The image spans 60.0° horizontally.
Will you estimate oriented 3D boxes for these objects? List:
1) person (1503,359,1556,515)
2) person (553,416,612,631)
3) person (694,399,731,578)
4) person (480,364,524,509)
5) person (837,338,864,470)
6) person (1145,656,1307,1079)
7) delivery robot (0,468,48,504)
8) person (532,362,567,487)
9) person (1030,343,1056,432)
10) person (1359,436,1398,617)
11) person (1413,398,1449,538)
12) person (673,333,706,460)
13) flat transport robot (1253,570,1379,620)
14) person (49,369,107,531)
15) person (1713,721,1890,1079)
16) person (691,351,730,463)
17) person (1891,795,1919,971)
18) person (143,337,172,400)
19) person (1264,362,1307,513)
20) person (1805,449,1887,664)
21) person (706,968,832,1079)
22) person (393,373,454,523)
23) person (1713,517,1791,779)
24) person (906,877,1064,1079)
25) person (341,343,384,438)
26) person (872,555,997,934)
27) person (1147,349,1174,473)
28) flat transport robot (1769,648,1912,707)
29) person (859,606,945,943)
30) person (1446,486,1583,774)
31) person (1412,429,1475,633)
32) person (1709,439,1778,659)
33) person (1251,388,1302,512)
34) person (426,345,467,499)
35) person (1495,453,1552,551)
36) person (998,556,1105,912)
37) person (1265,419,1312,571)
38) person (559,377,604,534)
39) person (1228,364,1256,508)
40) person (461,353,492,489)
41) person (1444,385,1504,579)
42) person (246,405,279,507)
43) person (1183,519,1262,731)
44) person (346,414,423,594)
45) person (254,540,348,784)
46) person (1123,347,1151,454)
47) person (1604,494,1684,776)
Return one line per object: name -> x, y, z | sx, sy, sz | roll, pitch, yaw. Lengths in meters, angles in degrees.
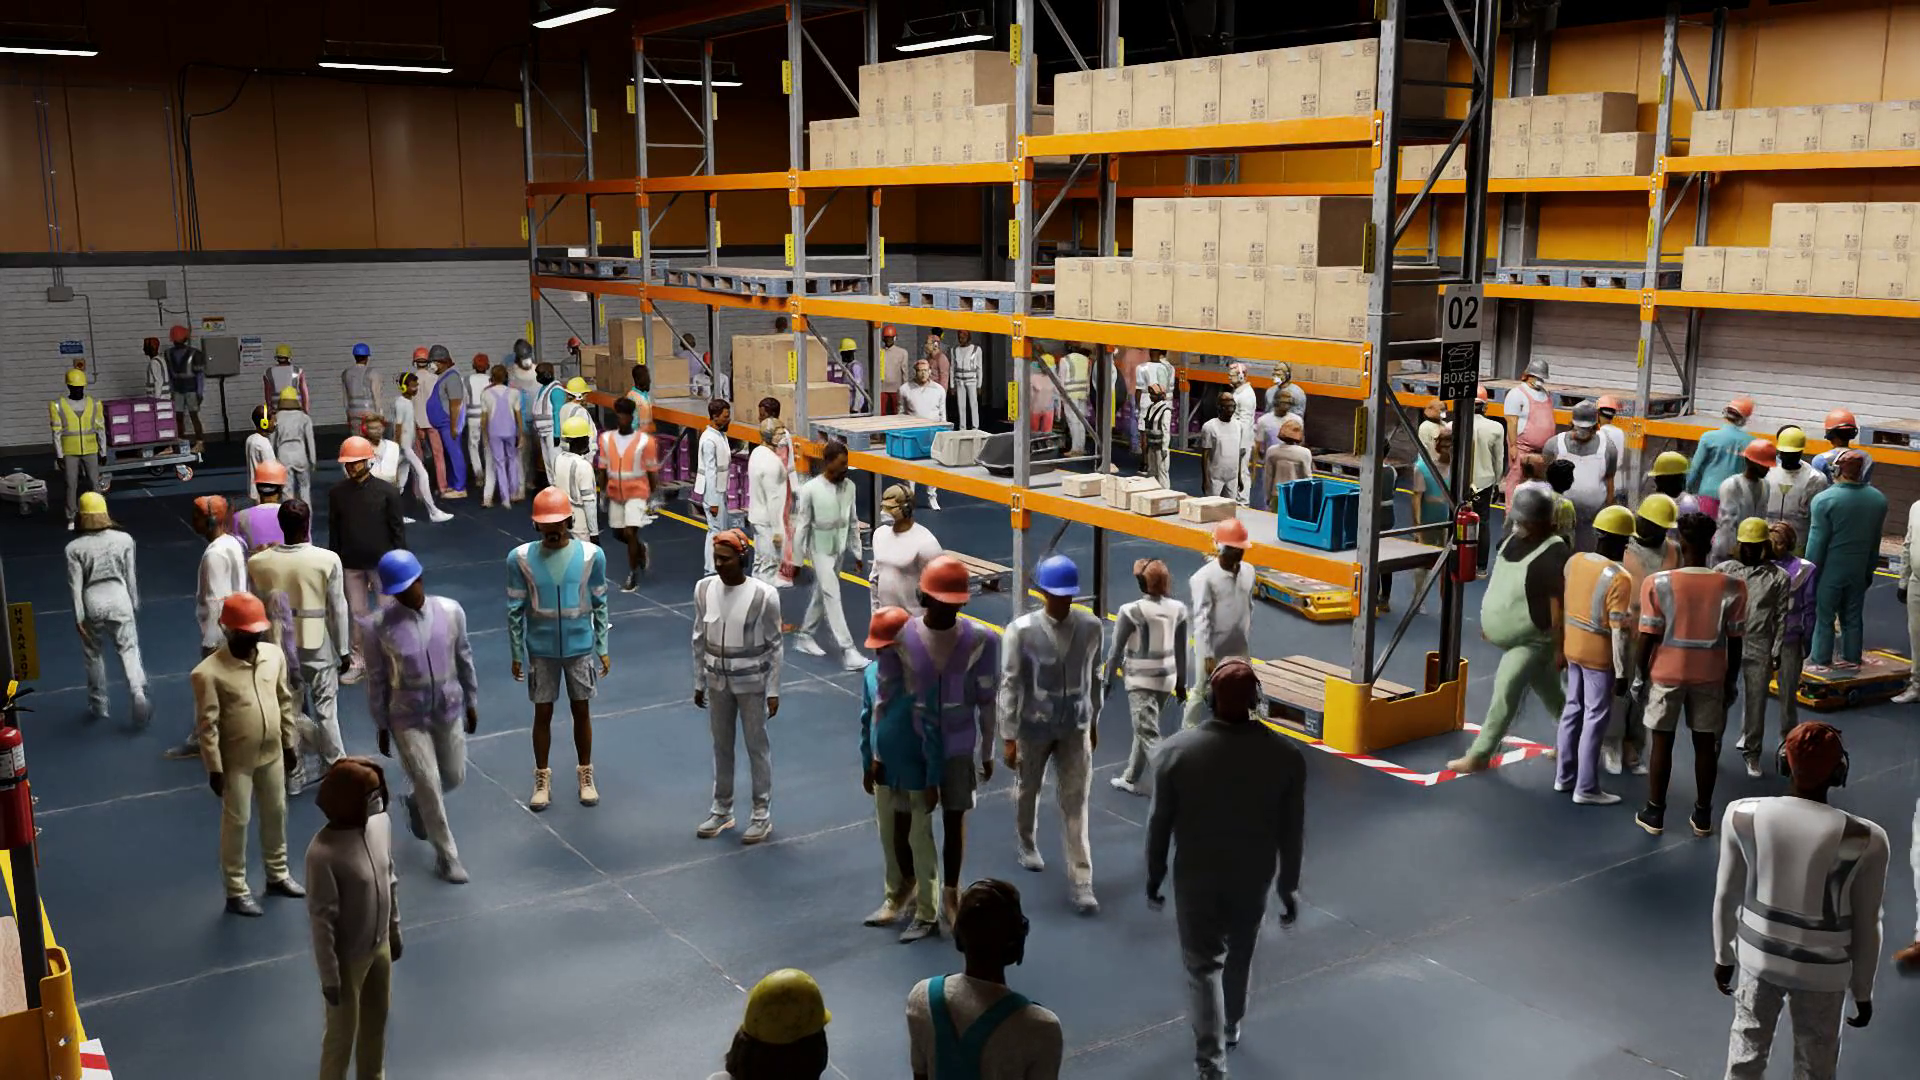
person -> 6.792, -1.147, 19.722 | 0.676, 2.000, 0.536 | -7, 13, -32
person -> -3.399, -0.142, 14.861 | 0.362, 1.930, 0.588 | -10, 15, -41
person -> -2.426, -0.455, 16.539 | 0.408, 1.907, 0.598 | 0, 11, 1
person -> -5.849, -1.326, 21.205 | 0.523, 1.814, 0.731 | -4, 12, -22
person -> -1.597, -1.989, 24.330 | 0.381, 1.923, 0.592 | -3, 11, -14
person -> 1.120, 1.418, 7.077 | 0.665, 1.865, 0.968 | 1, 11, 3
delivery robot -> -11.752, -0.657, 20.787 | 0.707, 0.478, 0.477 | 7, 13, 31
person -> -5.290, -1.380, 21.465 | 0.429, 1.832, 0.635 | -7, 13, -33
person -> 1.131, -2.035, 24.843 | 0.503, 1.813, 0.793 | -5, 12, -23
person -> 3.851, -0.136, 15.428 | 0.318, 1.695, 0.540 | 10, 15, 42
person -> 5.423, -0.821, 19.099 | 0.507, 1.630, 0.268 | -9, 15, -40
person -> -4.098, -2.163, 25.183 | 0.636, 1.936, 0.355 | -1, 11, -4
flat transport robot -> 3.327, 0.497, 15.852 | 0.652, 0.197, 1.431 | -3, 12, -17
person -> -10.363, -1.059, 19.608 | 0.584, 1.917, 0.405 | -9, 14, -39
person -> 3.084, 1.586, 6.169 | 0.568, 1.878, 0.352 | 10, 15, 42
person -> -3.607, -1.852, 24.067 | 0.564, 1.751, 0.330 | -4, 12, -17
person -> 4.869, 1.223, 7.951 | 0.669, 1.894, 0.646 | -3, 11, -15
person -> -12.074, -2.113, 25.069 | 0.338, 1.882, 0.582 | -3, 12, -17
person -> 3.963, -1.221, 20.404 | 0.367, 1.932, 0.623 | -8, 14, -37
person -> 6.841, 0.236, 12.989 | 0.652, 1.906, 0.404 | -3, 11, -14
person -> -0.497, 1.989, 4.485 | 0.495, 1.730, 0.384 | 6, 13, 29
person -> -6.507, -1.097, 19.988 | 0.847, 1.830, 0.512 | -2, 11, -11
person -> 5.185, 0.707, 10.999 | 0.490, 1.744, 0.295 | 5, 12, 26
person -> 0.075, 1.869, 4.825 | 0.501, 1.839, 0.341 | 8, 13, 34
person -> -8.294, -1.765, 23.156 | 0.604, 1.939, 0.415 | 4, 12, 17
person -> -0.129, 1.050, 8.521 | 0.636, 2.028, 0.537 | -1, 11, -7
person -> 2.877, -1.935, 23.995 | 0.403, 1.945, 0.614 | 2, 11, 12
flat transport robot -> 6.953, 1.062, 12.961 | 1.431, 0.197, 0.652 | -4, 12, -20
person -> -0.318, 1.186, 8.563 | 0.575, 1.739, 0.350 | 10, 15, 42
person -> 3.812, 0.547, 11.050 | 1.052, 2.000, 0.761 | -2, 11, -8
person -> 4.367, -0.121, 15.140 | 0.571, 1.805, 0.925 | 1, 11, 3
person -> 6.548, 0.082, 13.862 | 0.553, 1.871, 0.916 | -4, 12, -19
person -> 3.497, -0.763, 18.299 | 0.604, 1.836, 0.376 | -1, 11, -4
person -> -6.803, -1.569, 21.880 | 0.537, 2.000, 0.685 | -8, 14, -36
person -> 5.167, 0.014, 14.952 | 0.506, 1.598, 0.879 | -11, 15, -44
person -> 0.497, 1.007, 9.089 | 0.637, 1.894, 1.019 | -3, 11, -13
person -> 3.372, -0.430, 17.097 | 0.502, 1.631, 0.285 | 7, 13, 34
person -> -4.430, -0.980, 19.403 | 0.404, 1.833, 0.590 | -9, 14, -39
person -> 3.418, -1.225, 20.494 | 0.400, 1.900, 0.646 | 0, 11, 1
person -> -6.416, -1.579, 22.352 | 0.602, 1.875, 0.600 | -4, 12, -20
person -> 5.221, -0.590, 16.987 | 0.613, 1.994, 0.382 | 1, 11, 8
person -> -6.848, -0.409, 16.433 | 0.338, 1.856, 0.525 | -9, 14, -38
person -> 1.795, 0.705, 11.090 | 0.572, 1.702, 0.867 | -6, 13, -30
person -> -5.613, -0.322, 16.105 | 0.971, 1.795, 0.595 | 10, 15, 42
person -> -4.300, 0.808, 10.743 | 0.624, 1.628, 0.603 | -4, 12, -19
person -> 2.809, -2.316, 25.878 | 0.637, 1.973, 0.438 | -8, 14, -35
person -> 4.510, 0.632, 10.951 | 0.602, 1.904, 0.481 | 1, 11, 3
